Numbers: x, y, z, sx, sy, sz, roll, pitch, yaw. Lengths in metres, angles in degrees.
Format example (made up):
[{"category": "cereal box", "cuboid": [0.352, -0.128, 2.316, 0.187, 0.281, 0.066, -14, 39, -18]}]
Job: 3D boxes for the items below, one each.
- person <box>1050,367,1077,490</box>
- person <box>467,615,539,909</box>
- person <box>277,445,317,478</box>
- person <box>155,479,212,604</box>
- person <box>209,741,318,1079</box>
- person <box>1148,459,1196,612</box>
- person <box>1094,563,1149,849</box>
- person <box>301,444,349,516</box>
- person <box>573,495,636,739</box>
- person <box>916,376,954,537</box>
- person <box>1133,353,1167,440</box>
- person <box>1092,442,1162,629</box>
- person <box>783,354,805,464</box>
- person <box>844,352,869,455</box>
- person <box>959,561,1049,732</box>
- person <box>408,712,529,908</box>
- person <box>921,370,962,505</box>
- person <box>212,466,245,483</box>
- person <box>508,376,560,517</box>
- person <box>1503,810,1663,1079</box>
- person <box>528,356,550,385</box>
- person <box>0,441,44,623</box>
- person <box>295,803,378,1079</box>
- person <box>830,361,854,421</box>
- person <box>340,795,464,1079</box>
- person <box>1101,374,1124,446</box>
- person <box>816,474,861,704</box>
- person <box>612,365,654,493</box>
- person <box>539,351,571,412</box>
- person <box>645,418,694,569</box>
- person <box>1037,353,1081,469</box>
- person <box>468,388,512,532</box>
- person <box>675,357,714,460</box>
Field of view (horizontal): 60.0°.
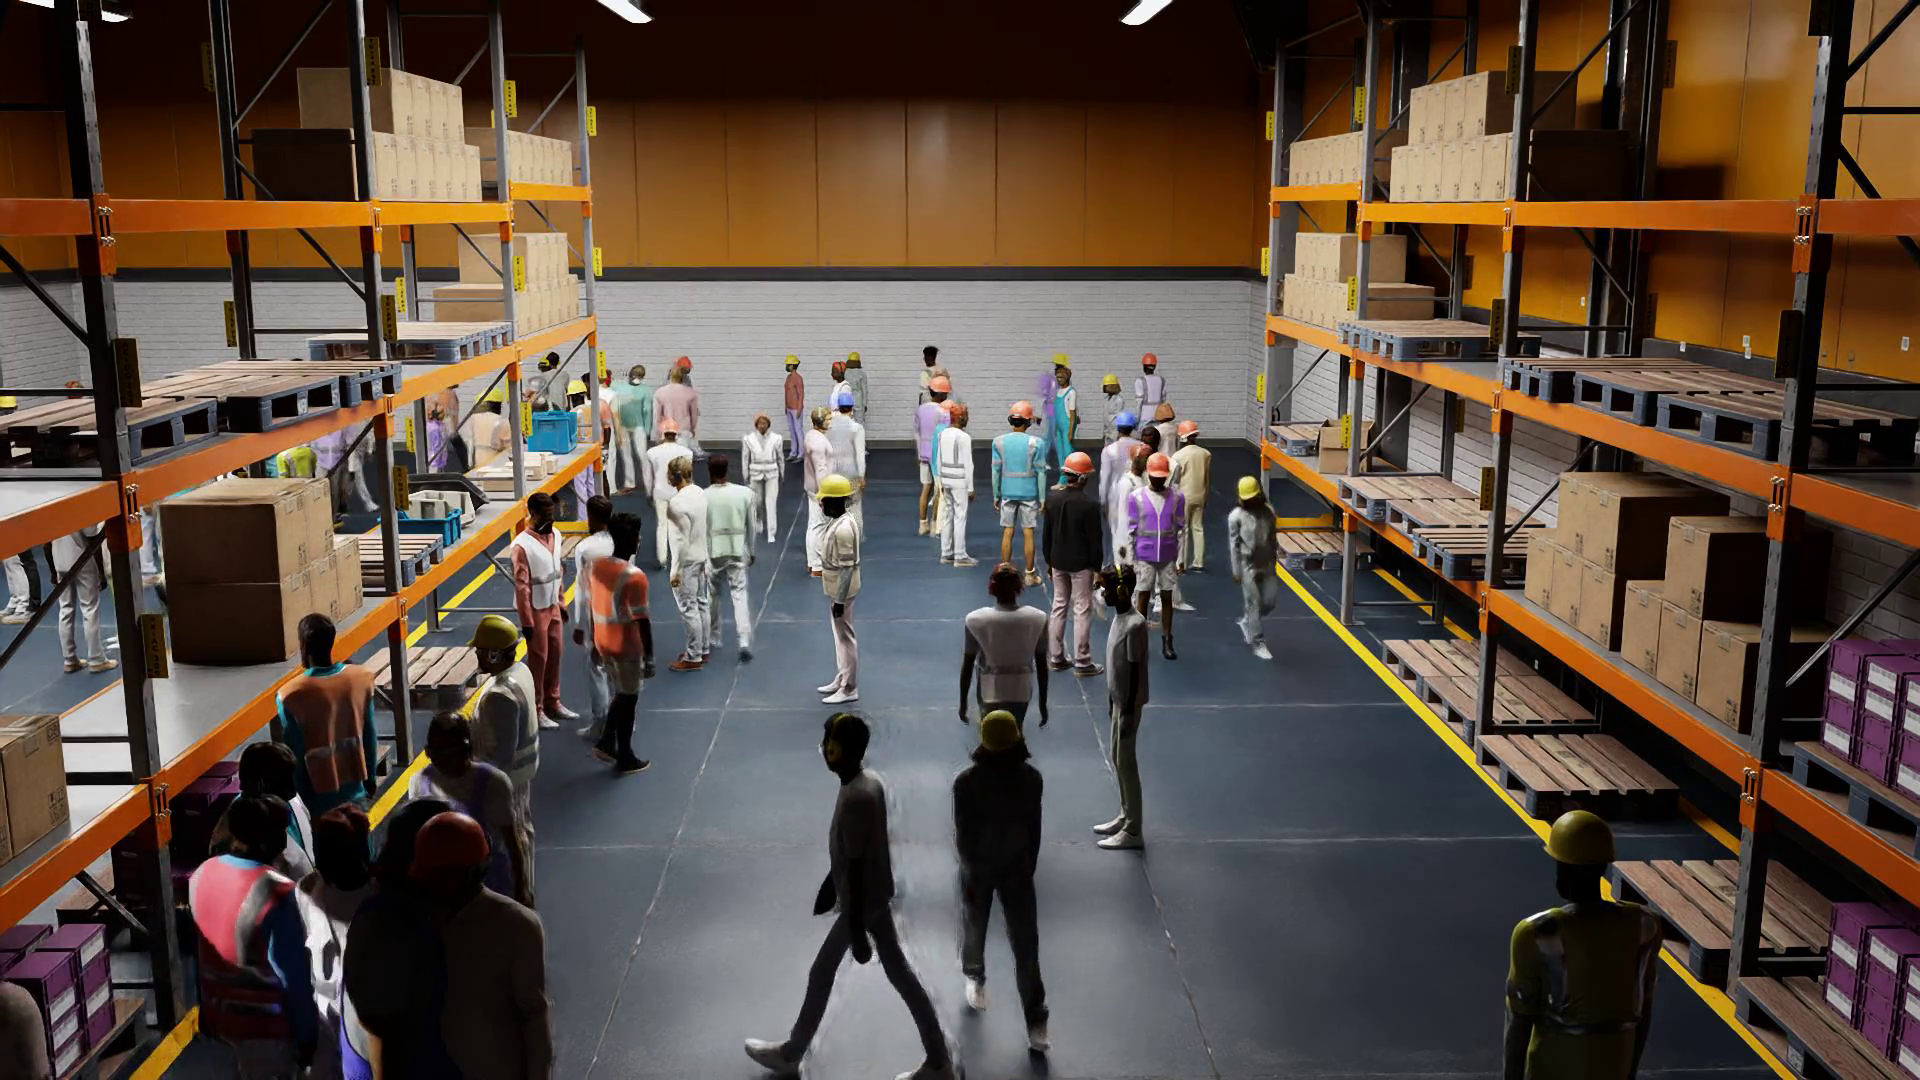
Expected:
[{"category": "person", "cuboid": [1.528, -1.604, 24.203, 0.340, 1.839, 0.501, -5, 12, -22]}, {"category": "person", "cuboid": [-2.616, 1.321, 9.532, 0.404, 1.833, 0.587, -1, 11, -7]}, {"category": "person", "cuboid": [-7.583, -0.510, 19.079, 0.321, 1.689, 0.530, 6, 13, 29]}, {"category": "person", "cuboid": [-7.998, -0.188, 17.168, 0.599, 1.810, 0.683, 3, 12, 14]}, {"category": "person", "cuboid": [-3.009, 1.762, 7.339, 0.429, 1.831, 0.636, 0, 11, 1]}, {"category": "person", "cuboid": [2.120, -0.067, 17.110, 0.691, 1.596, 0.551, 8, 14, 34]}, {"category": "person", "cuboid": [1.043, 1.065, 10.771, 0.348, 1.856, 0.523, -1, 11, -6]}, {"category": "person", "cuboid": [-8.613, -1.262, 22.244, 0.840, 1.920, 0.610, 0, 11, 0]}, {"category": "person", "cuboid": [-2.745, 0.598, 12.977, 0.386, 1.904, 0.603, 8, 14, 33]}, {"category": "person", "cuboid": [-0.300, -1.055, 20.965, 0.415, 2.032, 0.649, -9, 15, -40]}, {"category": "person", "cuboid": [2.862, -1.870, 25.268, 0.552, 1.935, 0.373, -6, 13, -27]}, {"category": "person", "cuboid": [1.663, -0.040, 16.304, 0.609, 1.863, 0.585, 5, 12, 25]}, {"category": "person", "cuboid": [-2.706, -2.127, 26.990, 0.314, 1.769, 0.524, -7, 13, -31]}, {"category": "person", "cuboid": [-1.772, -2.274, 27.806, 0.487, 1.736, 0.322, 3, 12, 13]}, {"category": "person", "cuboid": [0.295, 1.039, 11.035, 0.580, 1.805, 0.945, -2, 12, -12]}, {"category": "person", "cuboid": [-2.359, 1.672, 7.866, 0.517, 1.790, 0.968, 2, 12, 12]}, {"category": "person", "cuboid": [-0.261, -1.463, 23.368, 0.649, 1.886, 0.794, 8, 14, 33]}, {"category": "person", "cuboid": [-8.374, -0.449, 18.945, 0.546, 1.613, 0.629, -3, 12, -14]}, {"category": "person", "cuboid": [-5.452, -1.135, 21.323, 0.691, 2.000, 0.810, -8, 14, -36]}, {"category": "person", "cuboid": [2.291, 1.942, 6.223, 0.583, 1.918, 0.404, -1, 11, -6]}, {"category": "person", "cuboid": [-6.663, -2.077, 26.778, 0.532, 1.754, 0.340, -1, 11, -4]}, {"category": "person", "cuboid": [-9.459, -0.172, 16.609, 0.612, 1.995, 0.376, 9, 15, 39]}, {"category": "person", "cuboid": [-2.327, 1.925, 6.434, 0.582, 1.870, 0.499, 3, 12, 14]}, {"category": "person", "cuboid": [-1.748, -1.710, 24.636, 0.351, 1.878, 0.569, -3, 12, -14]}, {"category": "person", "cuboid": [-2.024, 1.893, 6.140, 0.614, 2.000, 0.686, -1, 11, -3]}, {"category": "person", "cuboid": [2.222, -1.553, 24.215, 0.385, 1.730, 0.496, -6, 13, -28]}, {"category": "person", "cuboid": [-1.014, 0.403, 13.892, 0.360, 1.930, 0.587, -2, 11, -10]}, {"category": "person", "cuboid": [-4.717, -1.599, 24.052, 0.703, 1.895, 0.382, 3, 12, 14]}, {"category": "person", "cuboid": [-6.430, -2.062, 26.444, 0.506, 1.861, 0.329, -7, 13, -31]}, {"category": "person", "cuboid": [-3.357, -0.543, 19.200, 0.574, 1.712, 0.895, 0, 11, -2]}, {"category": "person", "cuboid": [1.549, -1.985, 26.026, 0.605, 1.866, 1.052, -11, 15, -43]}, {"category": "person", "cuboid": [-5.795, -0.966, 20.864, 0.599, 1.881, 0.918, 6, 13, 26]}, {"category": "person", "cuboid": [-4.486, -2.155, 27.270, 0.906, 1.699, 0.581, 2, 11, 9]}]
